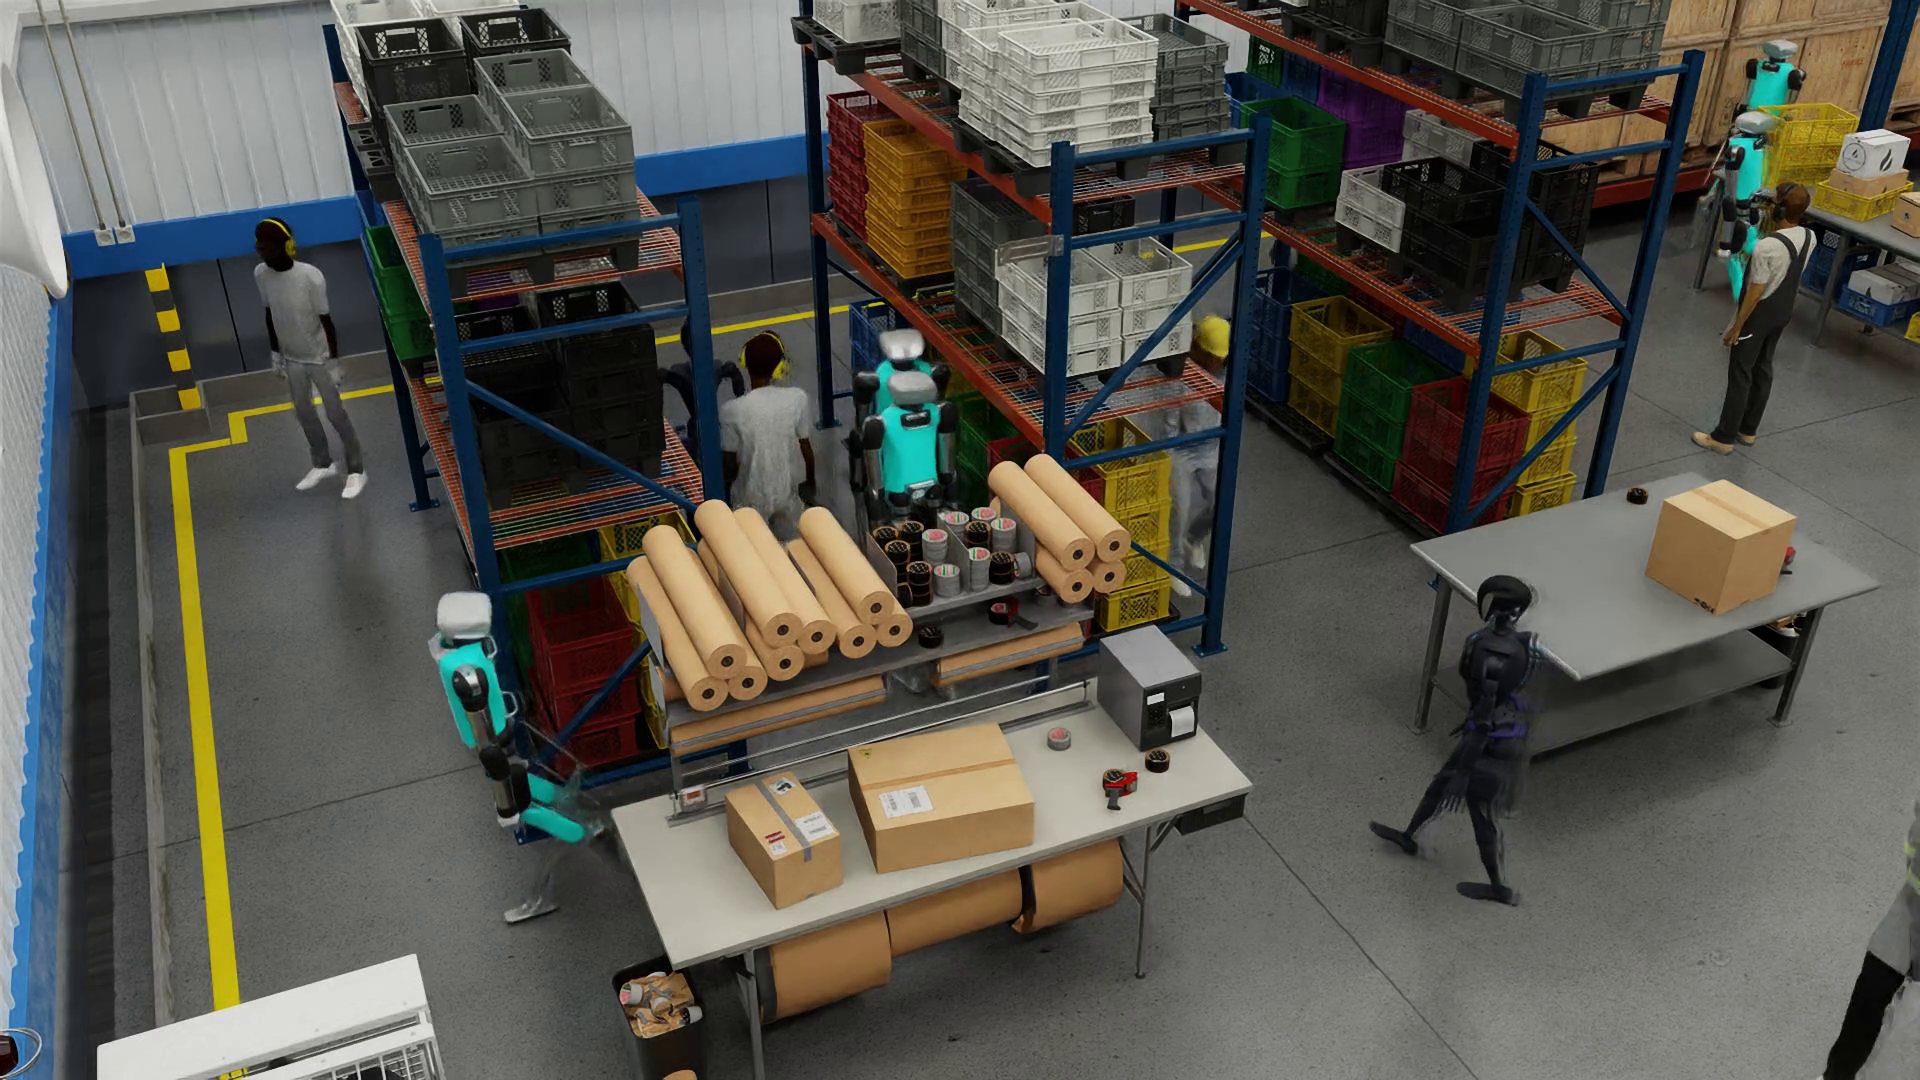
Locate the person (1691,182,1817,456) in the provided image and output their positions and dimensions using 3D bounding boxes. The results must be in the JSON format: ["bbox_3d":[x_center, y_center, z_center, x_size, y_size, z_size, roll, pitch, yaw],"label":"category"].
[{"bbox_3d":[5.180,-1.425,10.781,0.508,1.845,0.343,-17,35,-25],"label":"person"}]

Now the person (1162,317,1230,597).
[{"bbox_3d":[1.343,-0.462,9.329,0.500,1.727,0.375,-9,33,-14],"label":"person"}]

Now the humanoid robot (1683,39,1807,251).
[{"bbox_3d":[6.417,-3.154,13.802,0.767,1.894,0.544,-14,34,-22],"label":"humanoid robot"}]

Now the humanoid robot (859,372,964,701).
[{"bbox_3d":[-0.140,0.078,8.457,0.544,1.801,0.744,-16,35,-24],"label":"humanoid robot"}]

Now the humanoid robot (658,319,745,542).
[{"bbox_3d":[-1.461,-0.466,9.406,0.589,1.638,0.627,-9,33,-14],"label":"humanoid robot"}]

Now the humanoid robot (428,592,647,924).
[{"bbox_3d":[-1.700,0.954,7.083,0.867,1.842,0.552,-13,34,-20],"label":"humanoid robot"}]

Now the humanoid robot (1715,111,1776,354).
[{"bbox_3d":[5.834,-2.140,12.111,0.781,1.846,0.539,26,40,35],"label":"humanoid robot"}]

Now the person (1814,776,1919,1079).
[{"bbox_3d":[3.747,1.436,6.194,0.895,1.795,0.599,-8,33,-13],"label":"person"}]

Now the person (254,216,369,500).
[{"bbox_3d":[-4.042,-1.119,10.278,0.499,1.860,0.333,9,33,15],"label":"person"}]

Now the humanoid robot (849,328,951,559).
[{"bbox_3d":[-0.417,-0.442,9.295,0.561,1.767,0.867,-12,34,-19],"label":"humanoid robot"}]

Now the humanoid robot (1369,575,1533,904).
[{"bbox_3d":[2.193,0.872,7.235,0.713,1.635,0.594,10,33,16],"label":"humanoid robot"}]

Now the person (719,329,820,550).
[{"bbox_3d":[-1.018,-0.210,8.806,0.545,1.847,0.458,-20,37,-29],"label":"person"}]

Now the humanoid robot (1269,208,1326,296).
[{"bbox_3d":[2.617,-2.506,12.703,0.418,1.644,0.599,-7,32,-11],"label":"humanoid robot"}]
